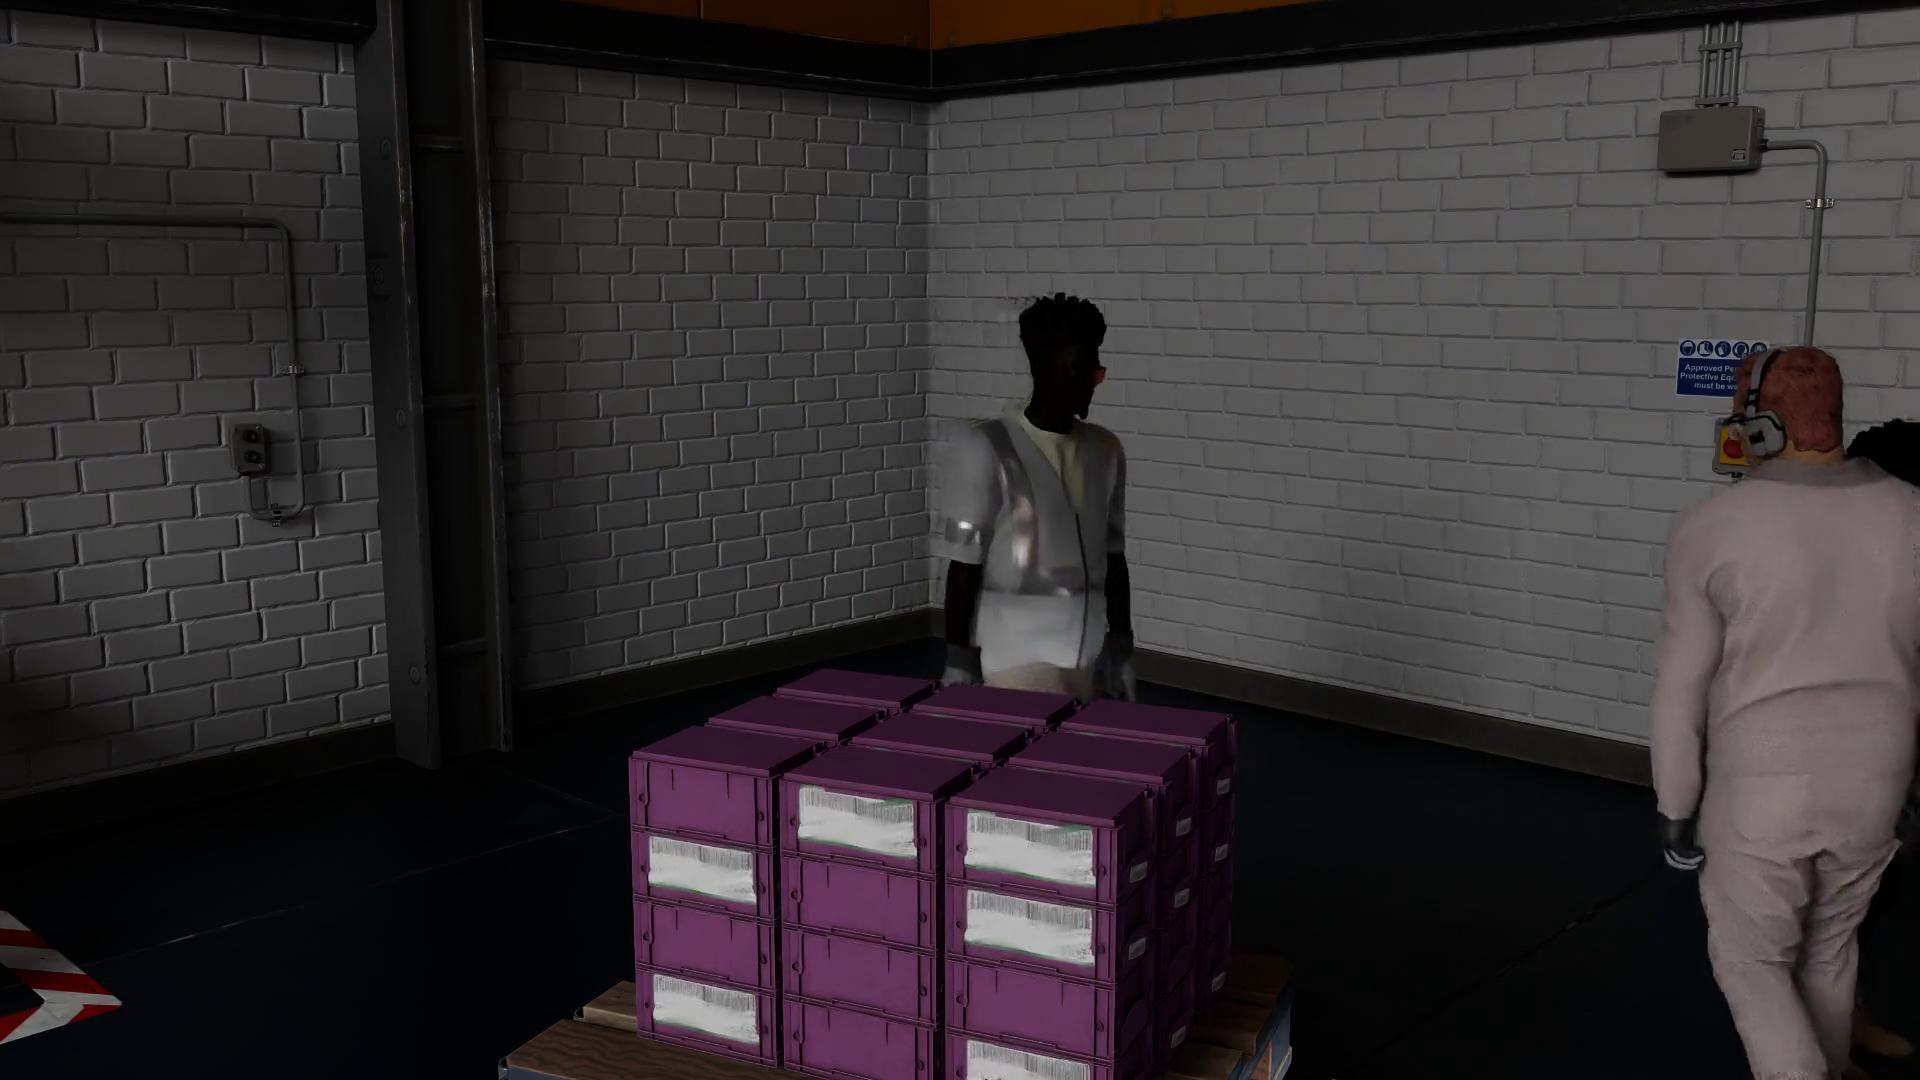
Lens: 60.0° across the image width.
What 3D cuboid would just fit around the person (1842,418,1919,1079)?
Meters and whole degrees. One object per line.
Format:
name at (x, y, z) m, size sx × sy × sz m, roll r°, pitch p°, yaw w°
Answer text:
person at (2.297, 0.527, 4.159) m, size 0.562 × 1.671 × 0.324 m, roll -8°, pitch 12°, yaw -41°

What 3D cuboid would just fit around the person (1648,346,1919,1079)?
person at (1.809, 0.535, 3.491) m, size 0.686 × 1.875 × 0.790 m, roll 0°, pitch 9°, yaw 0°

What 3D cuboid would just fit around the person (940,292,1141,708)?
person at (0.260, 0.307, 4.570) m, size 0.618 × 1.951 × 0.485 m, roll -8°, pitch 12°, yaw -42°
